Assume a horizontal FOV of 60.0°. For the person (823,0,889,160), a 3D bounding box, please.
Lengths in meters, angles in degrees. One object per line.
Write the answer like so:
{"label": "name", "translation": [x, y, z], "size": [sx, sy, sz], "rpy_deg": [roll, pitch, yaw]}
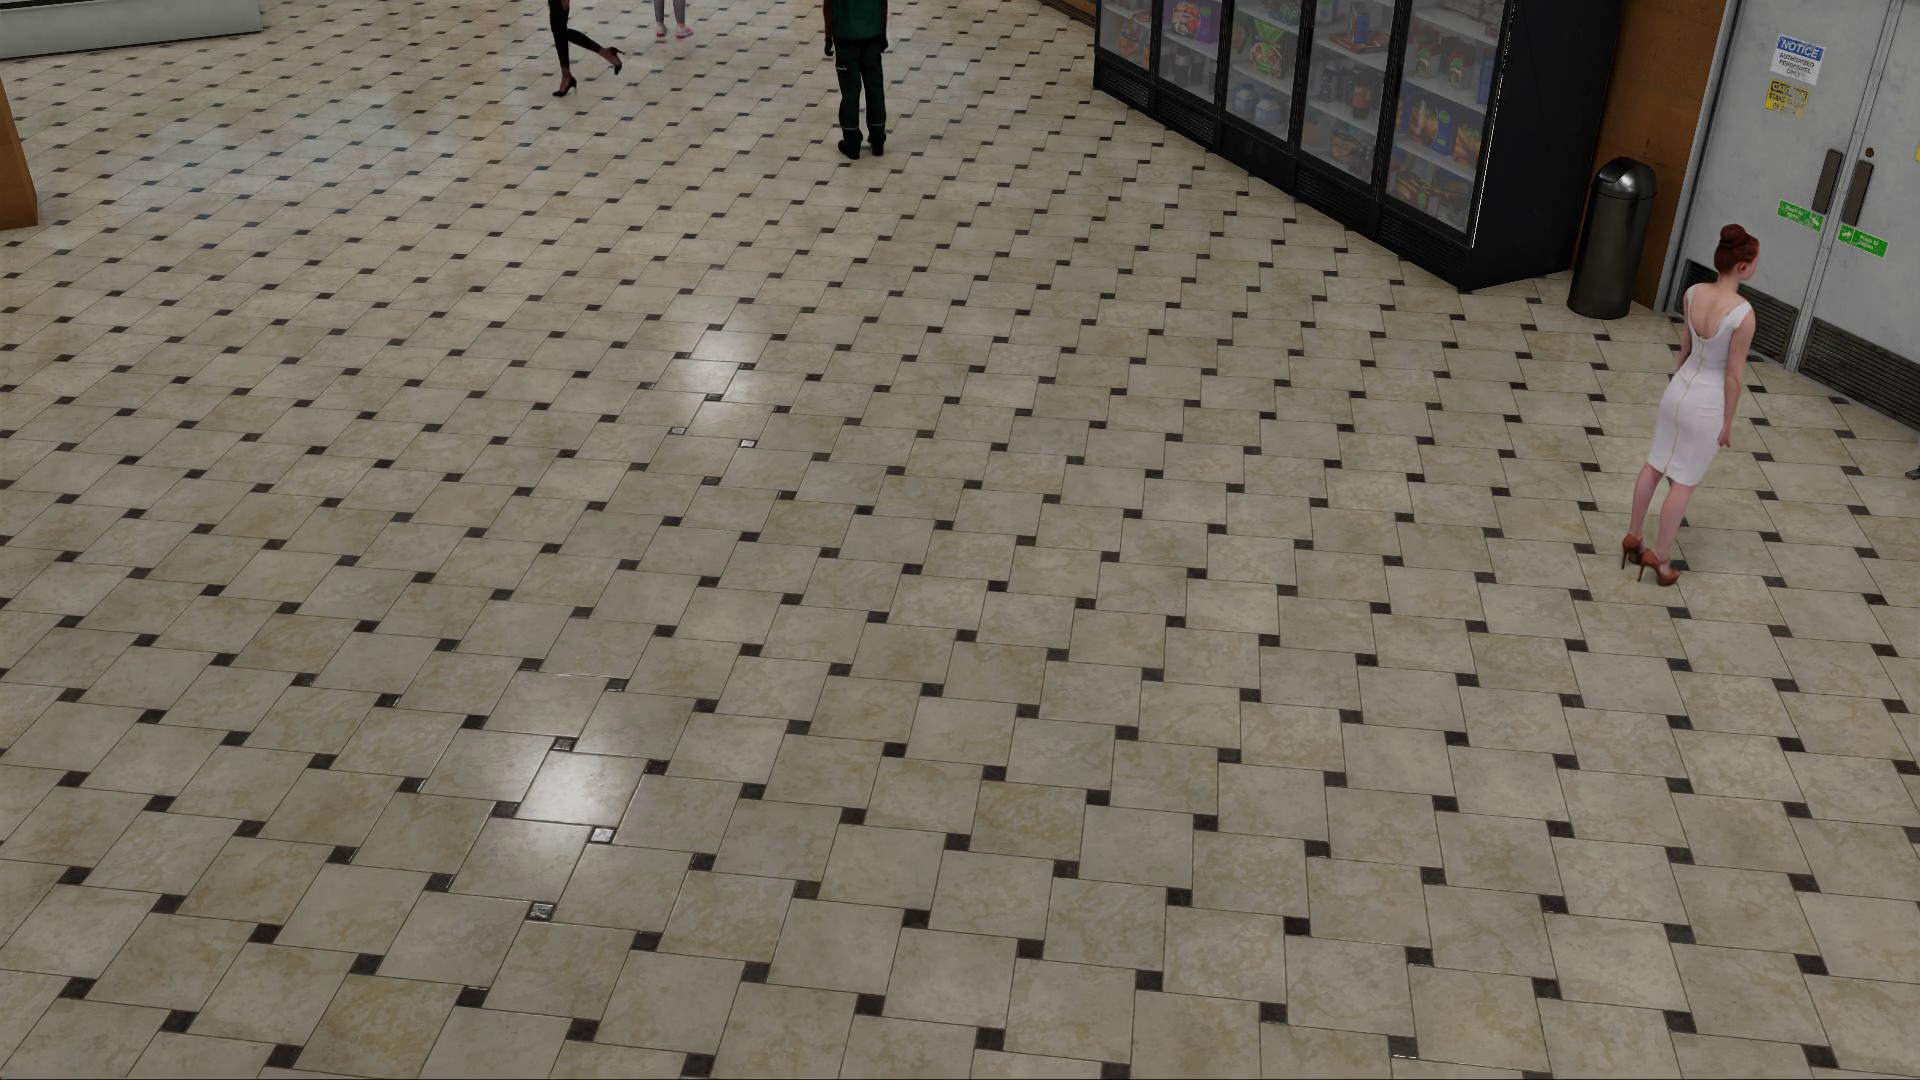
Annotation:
{"label": "person", "translation": [-0.795, -3.889, 12.905], "size": [0.579, 1.838, 0.764], "rpy_deg": [-10, 33, -15]}

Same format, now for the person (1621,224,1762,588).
{"label": "person", "translation": [3.368, -0.602, 7.662], "size": [0.509, 1.795, 0.569], "rpy_deg": [-11, 34, -18]}

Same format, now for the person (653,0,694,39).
{"label": "person", "translation": [-2.823, -5.682, 16.008], "size": [0.640, 1.604, 0.715], "rpy_deg": [8, 33, 12]}

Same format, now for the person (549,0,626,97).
{"label": "person", "translation": [-3.318, -4.694, 14.215], "size": [0.939, 1.820, 0.712], "rpy_deg": [-7, 33, -12]}
